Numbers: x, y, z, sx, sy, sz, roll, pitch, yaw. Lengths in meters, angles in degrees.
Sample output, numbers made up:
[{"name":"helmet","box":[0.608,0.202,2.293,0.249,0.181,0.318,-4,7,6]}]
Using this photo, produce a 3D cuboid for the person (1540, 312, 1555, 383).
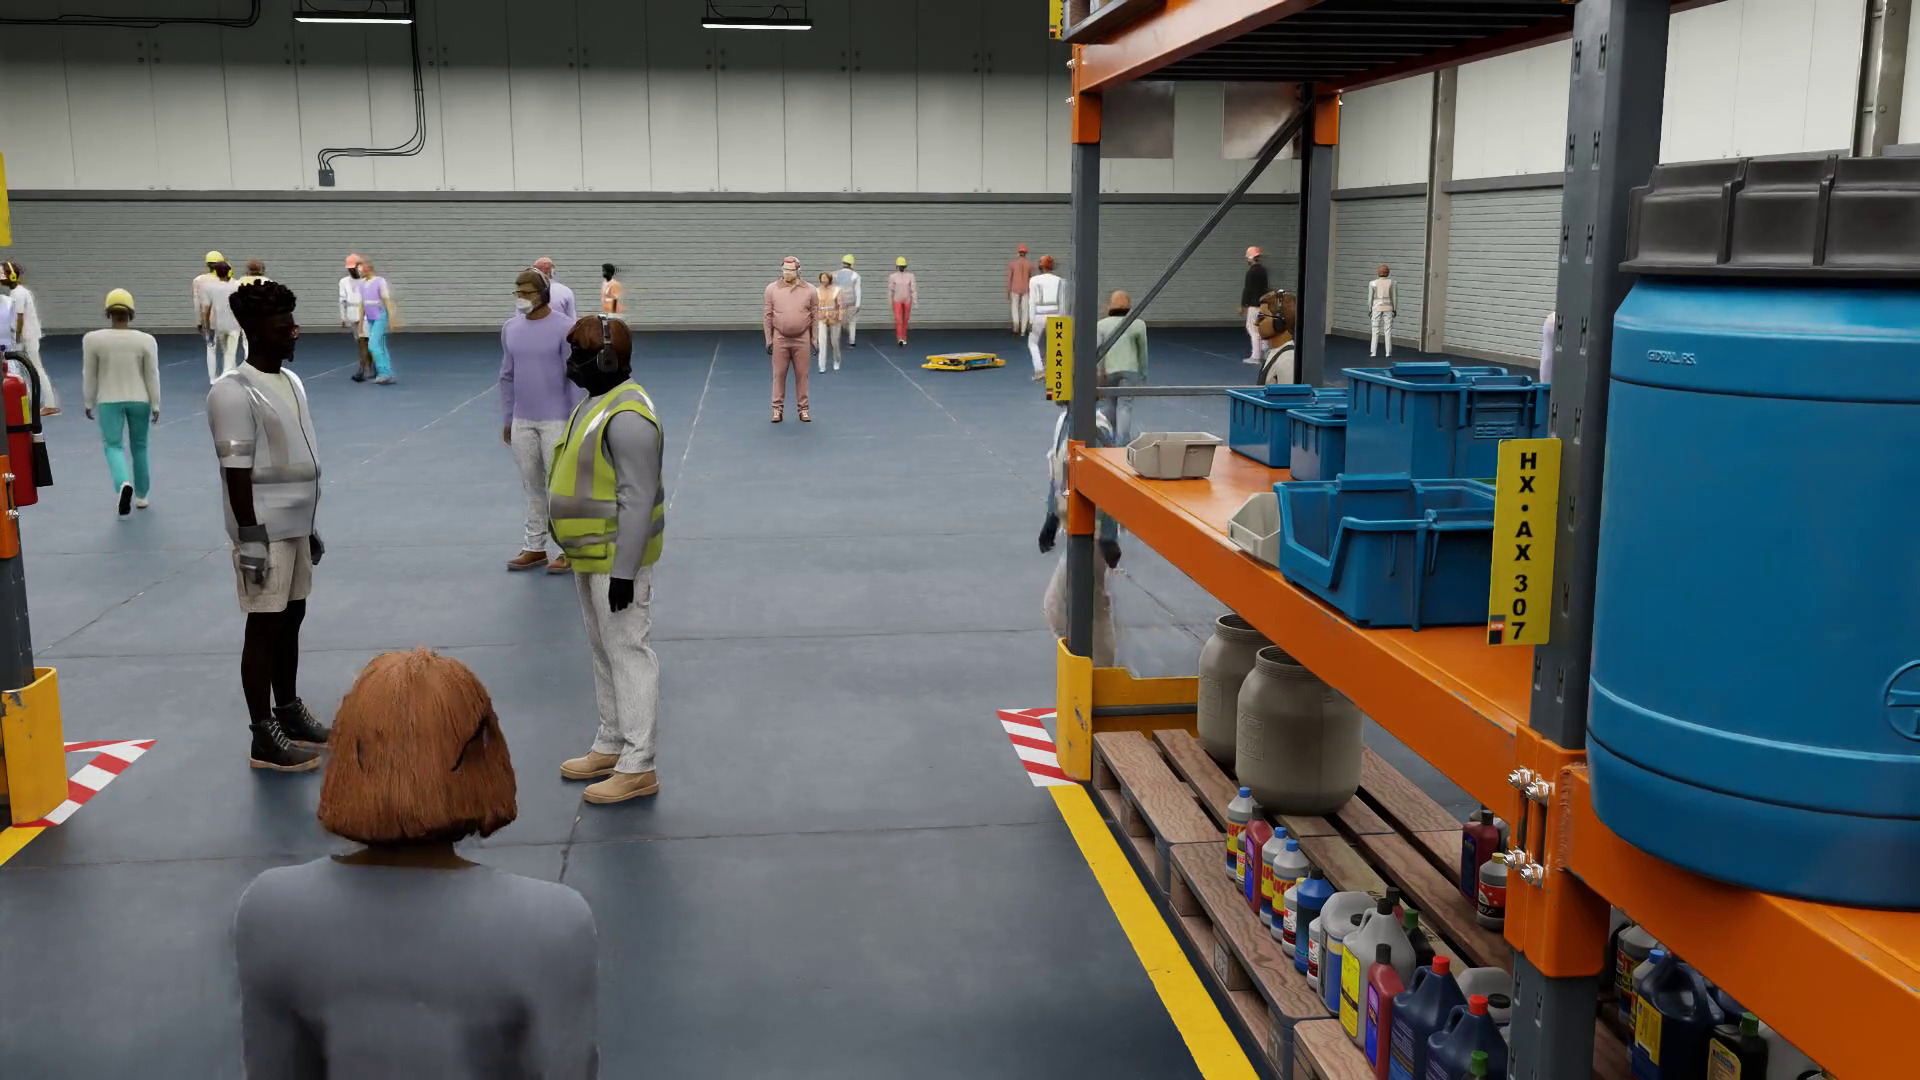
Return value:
[{"name":"person","box":[4.897,-1.180,13.199,0.626,1.842,0.429,0,10,2]}]

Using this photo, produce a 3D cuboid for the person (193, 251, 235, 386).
[{"name":"person","box":[-10.654,-3.174,23.888,0.594,1.924,0.382,-1,10,-7]}]

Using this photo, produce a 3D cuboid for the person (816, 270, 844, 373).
[{"name":"person","box":[-2.088,-3.481,26.423,0.510,1.610,0.794,0,10,2]}]

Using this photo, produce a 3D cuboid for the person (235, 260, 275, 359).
[{"name":"person","box":[-9.981,-3.077,23.704,0.654,1.791,0.908,0,10,-3]}]

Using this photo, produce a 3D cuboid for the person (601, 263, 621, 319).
[{"name":"person","box":[-6.063,-3.950,28.786,0.367,1.686,0.555,-6,12,-31]}]

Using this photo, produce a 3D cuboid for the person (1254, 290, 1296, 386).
[{"name":"person","box":[1.735,-0.441,9.128,0.345,1.847,0.504,1,10,8]}]

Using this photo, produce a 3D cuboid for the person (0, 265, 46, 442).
[{"name":"person","box":[-9.695,-1.855,16.743,0.975,1.883,0.572,6,12,32]}]

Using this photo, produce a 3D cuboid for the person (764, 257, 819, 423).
[{"name":"person","box":[-1.941,-2.303,19.179,0.637,1.904,0.403,-1,10,-8]}]

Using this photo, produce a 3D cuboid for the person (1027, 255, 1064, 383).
[{"name":"person","box":[1.226,-3.219,24.305,0.596,1.864,0.517,-5,11,-26]}]

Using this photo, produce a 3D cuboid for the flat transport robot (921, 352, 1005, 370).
[{"name":"flat transport robot","box":[0.063,-2.905,26.951,0.652,0.197,1.431,7,13,35]}]

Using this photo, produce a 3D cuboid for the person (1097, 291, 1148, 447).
[{"name":"person","box":[1.577,-1.627,16.279,0.508,1.601,0.755,2,11,11]}]

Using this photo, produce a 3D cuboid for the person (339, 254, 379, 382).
[{"name":"person","box":[-8.928,-3.311,24.799,0.564,1.883,1.006,1,10,6]}]

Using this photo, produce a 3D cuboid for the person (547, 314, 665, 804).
[{"name":"person","box":[-1.346,0.068,6.347,0.429,1.844,0.627,-5,12,-26]}]

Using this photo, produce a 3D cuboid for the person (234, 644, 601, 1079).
[{"name":"person","box":[-0.710,0.948,2.139,0.499,1.619,0.655,1,10,7]}]

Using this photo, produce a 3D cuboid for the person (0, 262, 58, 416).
[{"name":"person","box":[-11.114,-2.361,19.688,0.683,1.834,0.515,-8,13,-37]}]

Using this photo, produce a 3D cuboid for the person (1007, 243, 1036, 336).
[{"name":"person","box":[1.333,-5.381,35.818,0.647,1.982,0.435,0,10,2]}]

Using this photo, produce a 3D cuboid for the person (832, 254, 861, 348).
[{"name":"person","box":[-2.176,-4.559,31.796,0.598,1.808,0.608,2,11,11]}]

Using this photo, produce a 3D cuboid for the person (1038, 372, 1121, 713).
[{"name":"person","box":[0.533,-0.023,7.436,0.486,1.619,0.521,-2,10,-9]}]

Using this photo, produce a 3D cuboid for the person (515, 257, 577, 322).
[{"name":"person","box":[-4.547,-2.153,18.352,0.652,1.905,0.403,-1,10,-8]}]

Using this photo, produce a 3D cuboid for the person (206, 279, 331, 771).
[{"name":"person","box":[-2.761,-0.063,6.721,0.367,1.966,0.607,0,10,0]}]

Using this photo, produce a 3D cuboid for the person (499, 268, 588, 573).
[{"name":"person","box":[-2.654,-0.754,10.587,0.635,1.936,0.354,5,11,25]}]

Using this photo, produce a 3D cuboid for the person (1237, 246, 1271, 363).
[{"name":"person","box":[4.952,-3.961,28.090,0.446,1.971,0.610,6,12,31]}]

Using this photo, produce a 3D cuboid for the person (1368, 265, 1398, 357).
[{"name":"person","box":[7.493,-4.051,29.491,0.511,1.638,0.307,3,11,14]}]

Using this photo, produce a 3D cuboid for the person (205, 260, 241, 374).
[{"name":"person","box":[-9.576,-2.749,21.856,0.505,1.818,0.985,1,10,4]}]

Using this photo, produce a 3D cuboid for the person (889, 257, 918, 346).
[{"name":"person","box":[-1.117,-4.679,32.695,0.539,1.718,0.898,-2,11,-10]}]

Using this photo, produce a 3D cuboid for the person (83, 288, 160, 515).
[{"name":"person","box":[-6.441,-1.064,12.829,0.528,1.740,0.736,-7,12,-33]}]

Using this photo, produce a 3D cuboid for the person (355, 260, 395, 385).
[{"name":"person","box":[-8.435,-3.124,23.973,0.547,1.802,0.660,-10,14,-44]}]
